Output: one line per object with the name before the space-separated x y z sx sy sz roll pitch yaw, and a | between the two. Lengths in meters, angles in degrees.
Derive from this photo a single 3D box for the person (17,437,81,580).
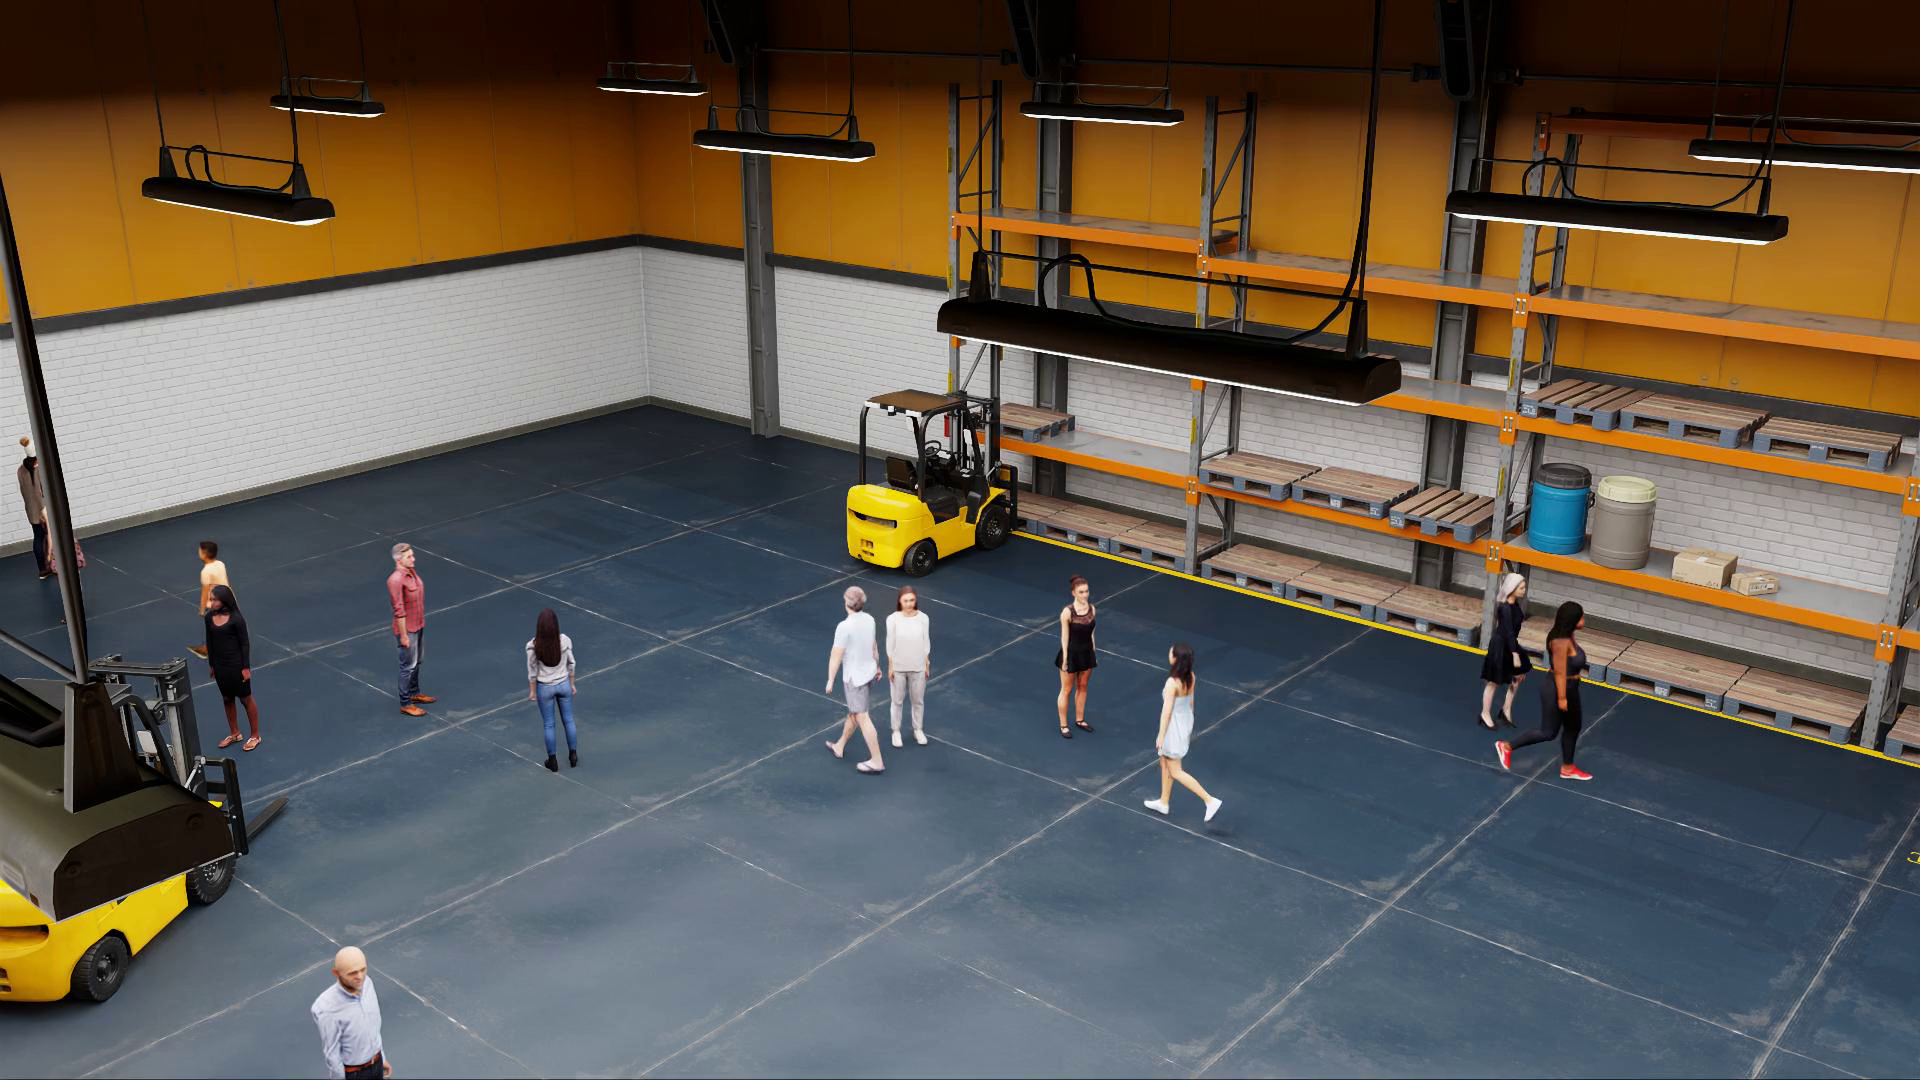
person | -11.654 -0.418 21.135 0.754 1.891 0.864 5 19 14

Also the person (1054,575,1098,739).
person | 1.184 1.161 16.789 0.644 1.672 0.653 -11 22 -30

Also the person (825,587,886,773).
person | -0.897 1.368 15.997 1.033 1.785 0.812 11 22 30

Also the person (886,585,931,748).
person | -0.521 1.239 16.536 0.679 1.686 0.719 -4 19 -11

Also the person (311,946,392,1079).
person | -3.717 3.298 10.260 0.700 1.789 0.718 6 20 17

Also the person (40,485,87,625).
person | -10.660 0.123 19.709 0.857 1.775 0.804 0 19 0

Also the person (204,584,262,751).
person | -7.207 1.249 16.453 0.582 1.720 0.737 5 19 15

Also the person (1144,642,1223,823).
person | 2.019 1.760 14.950 1.043 1.711 0.647 13 22 33

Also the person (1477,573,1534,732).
person | 5.394 1.134 16.776 0.752 1.732 0.690 9 21 25

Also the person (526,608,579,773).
person | -3.915 1.435 16.038 0.670 1.631 0.636 -10 21 -27

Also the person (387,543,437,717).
person | -5.744 0.898 17.325 0.791 1.829 0.762 0 19 1

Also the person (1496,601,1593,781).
person | 5.594 1.444 15.768 1.178 1.787 0.829 9 21 25

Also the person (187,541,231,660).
person | -8.177 0.726 18.458 1.008 1.431 0.881 1 19 3
